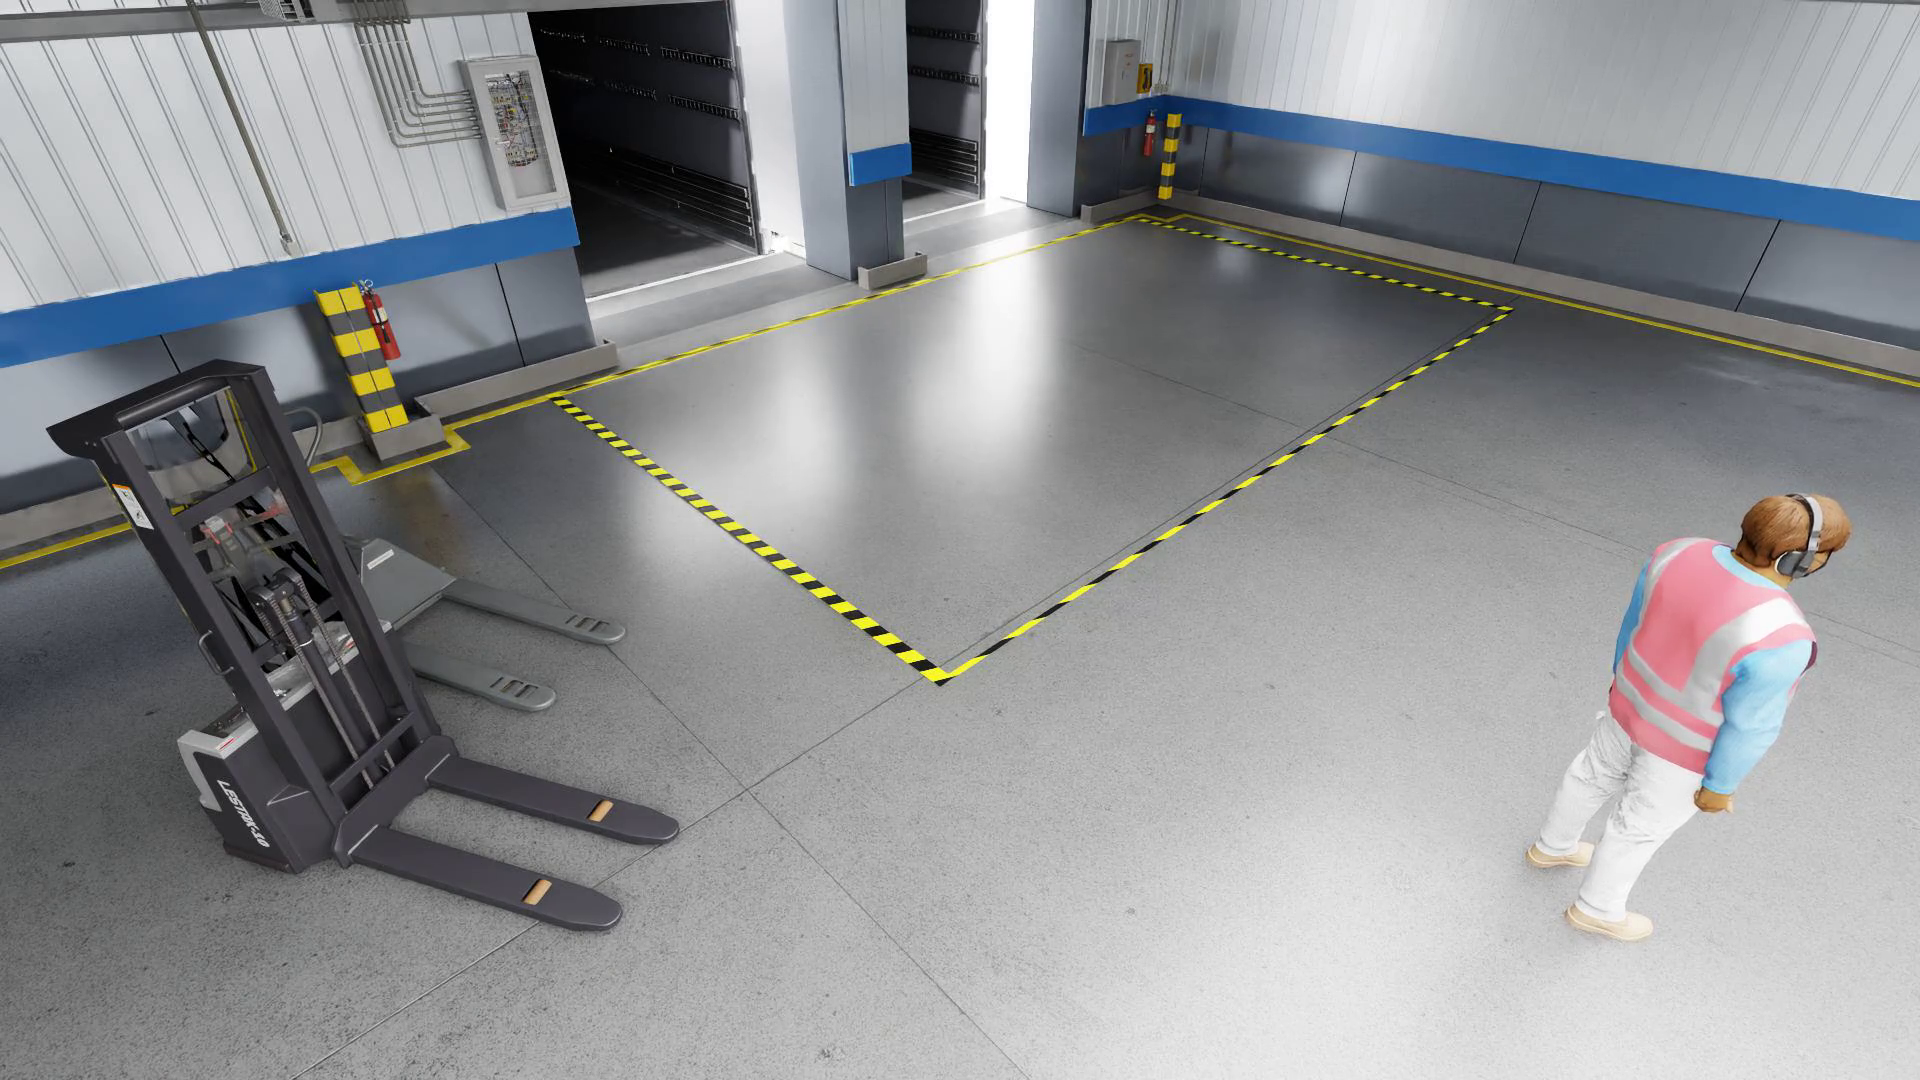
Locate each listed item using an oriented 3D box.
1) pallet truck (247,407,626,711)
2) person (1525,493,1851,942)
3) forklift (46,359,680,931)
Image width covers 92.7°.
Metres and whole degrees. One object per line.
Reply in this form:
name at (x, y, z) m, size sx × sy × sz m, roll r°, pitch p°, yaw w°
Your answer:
pallet truck at (-2.628, 0.038, 4.590) m, size 1.601 × 1.201 × 0.680 m, roll 12°, pitch 36°, yaw 18°
person at (2.475, 0.640, 3.170) m, size 0.429 × 1.844 × 0.621 m, roll 0°, pitch 34°, yaw 1°
forklift at (-2.135, 0.422, 3.354) m, size 1.885 × 1.965 × 0.823 m, roll 10°, pitch 35°, yaw 14°
